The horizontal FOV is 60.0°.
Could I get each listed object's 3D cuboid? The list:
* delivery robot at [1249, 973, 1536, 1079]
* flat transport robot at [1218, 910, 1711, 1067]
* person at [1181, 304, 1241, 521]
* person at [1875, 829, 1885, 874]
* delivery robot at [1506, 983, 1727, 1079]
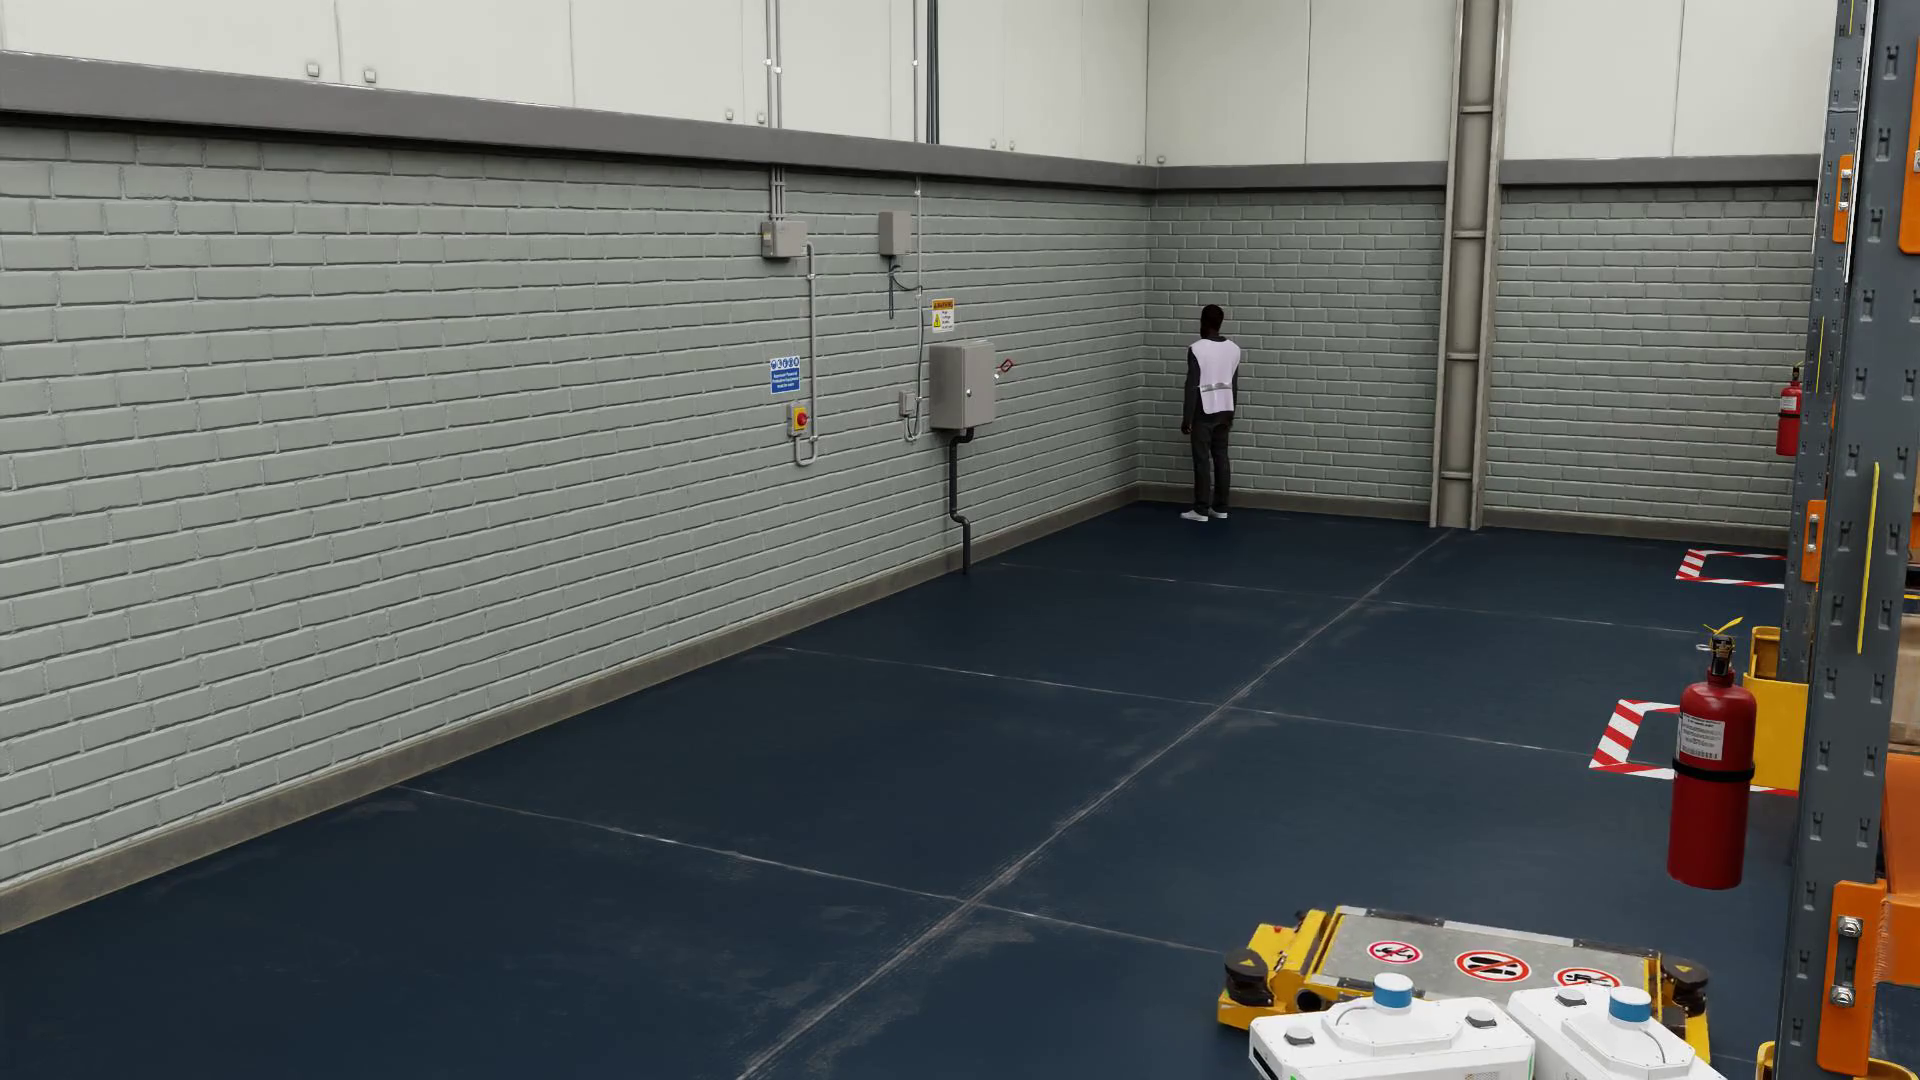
[{"bbox_3d":[1.140,1.397,4.424,0.707,0.478,0.477,-2,10,-11],"label":"delivery robot"},{"bbox_3d":[1.596,1.430,5.274,1.431,0.197,0.652,4,11,21],"label":"flat transport robot"},{"bbox_3d":[2.229,-1.119,14.721,0.592,1.913,0.390,-7,13,-35],"label":"person"},{"bbox_3d":[3.883,0.435,6.254,0.828,1.908,0.547,2,11,13],"label":"person"},{"bbox_3d":[1.735,1.412,4.343,0.477,0.478,0.707,-2,11,-12],"label":"delivery robot"}]
